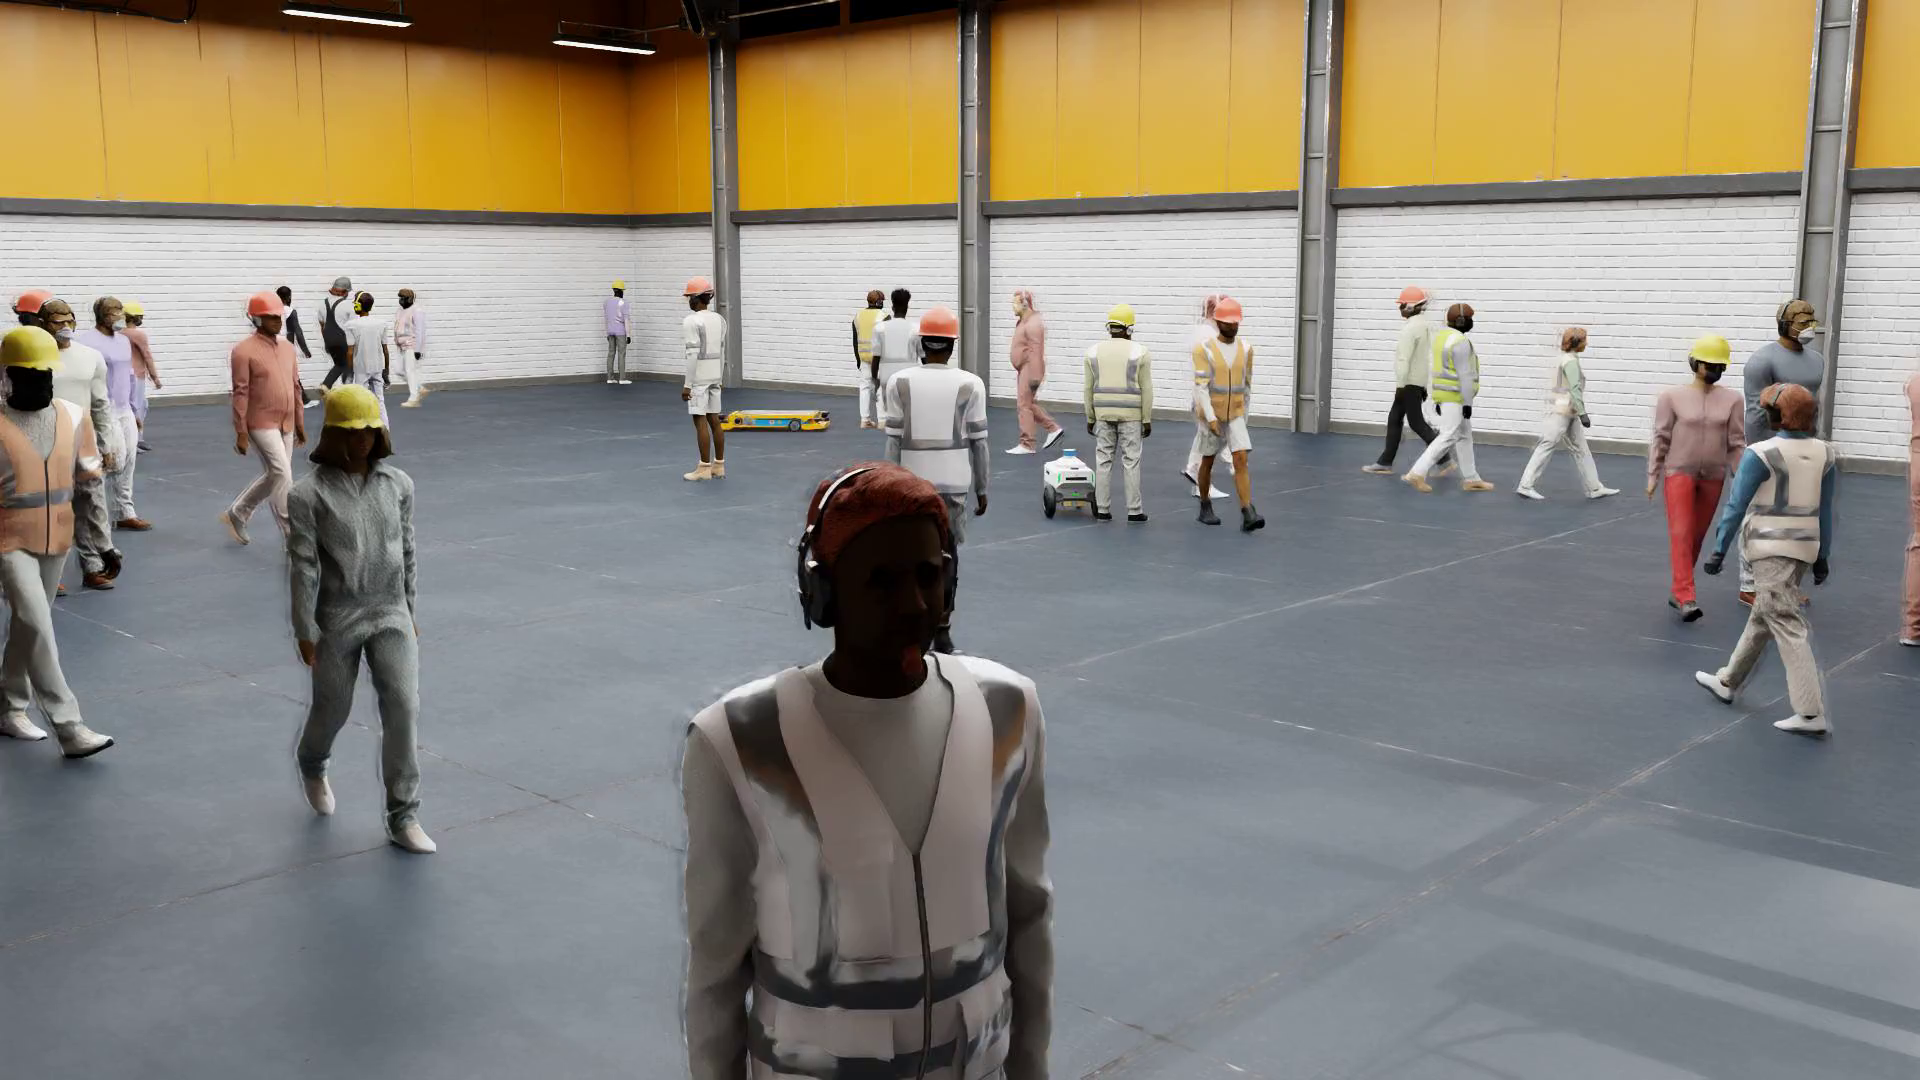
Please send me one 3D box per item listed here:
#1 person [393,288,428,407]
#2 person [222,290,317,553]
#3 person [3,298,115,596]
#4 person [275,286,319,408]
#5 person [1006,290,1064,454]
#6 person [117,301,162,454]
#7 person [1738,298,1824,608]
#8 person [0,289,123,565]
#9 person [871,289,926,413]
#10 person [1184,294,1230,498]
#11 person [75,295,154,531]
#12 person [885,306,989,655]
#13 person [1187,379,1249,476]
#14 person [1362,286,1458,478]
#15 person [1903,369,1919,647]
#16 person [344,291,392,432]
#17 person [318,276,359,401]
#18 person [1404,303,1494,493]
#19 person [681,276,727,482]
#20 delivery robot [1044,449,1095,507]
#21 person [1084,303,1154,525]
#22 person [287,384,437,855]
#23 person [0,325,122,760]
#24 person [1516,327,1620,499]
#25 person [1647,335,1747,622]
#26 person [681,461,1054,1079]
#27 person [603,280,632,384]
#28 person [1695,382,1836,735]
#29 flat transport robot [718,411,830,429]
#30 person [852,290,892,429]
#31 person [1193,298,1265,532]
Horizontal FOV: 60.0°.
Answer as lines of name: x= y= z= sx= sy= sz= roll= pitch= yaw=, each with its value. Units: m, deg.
person: x=-8.457 y=-2.954 z=25.578 sx=0.645 sy=1.823 sz=0.456 roll=8 pitch=12 yaw=41
person: x=-5.211 y=-0.879 z=12.432 sx=0.897 sy=1.970 sz=0.618 roll=3 pitch=10 yaw=16
person: x=-5.850 y=-0.603 z=10.859 sx=0.366 sy=1.933 sz=0.631 roll=8 pitch=12 yaw=40
person: x=-10.130 y=-2.868 z=24.982 sx=0.594 sy=1.866 sz=1.041 roll=6 pitch=11 yaw=34
person: x=0.852 y=-1.924 z=19.094 sx=0.603 sy=1.884 sz=0.683 roll=-1 pitch=9 yaw=-7
person: x=-9.436 y=-1.857 z=19.114 sx=0.535 sy=1.748 sz=0.582 roll=6 pitch=11 yaw=33
person: x=5.132 y=-0.530 z=10.373 sx=0.633 sy=1.939 sz=0.368 roll=-5 pitch=11 yaw=-28
person: x=-6.531 y=-0.772 z=11.752 sx=1.114 sy=1.980 sz=0.617 roll=2 pitch=10 yaw=15
person: x=-0.621 y=-1.707 z=17.688 sx=0.626 sy=1.909 sz=1.045 roll=1 pitch=9 yaw=8
person: x=2.363 y=-1.323 z=15.386 sx=0.427 sy=1.890 sz=0.676 roll=2 pitch=9 yaw=9
person: x=-6.882 y=-1.004 z=13.351 sx=0.573 sy=1.918 sz=0.625 roll=1 pitch=9 yaw=4
person: x=-0.118 y=-0.327 z=9.195 sx=0.566 sy=1.913 sz=0.590 roll=1 pitch=9 yaw=4
person: x=2.663 y=-1.448 z=17.064 sx=0.514 sy=1.571 sz=0.903 roll=-8 pitch=12 yaw=-39
person: x=4.648 y=-1.610 z=16.959 sx=0.973 sy=1.958 sz=0.623 roll=5 pitch=11 yaw=29
person: x=5.544 y=-0.316 z=9.214 sx=0.504 sy=1.897 sz=0.669 roll=-1 pitch=9 yaw=-9
person: x=-6.713 y=-1.879 z=18.844 sx=0.530 sy=1.875 sz=0.323 roll=-8 pitch=12 yaw=-41
person: x=-9.545 y=-3.086 z=25.732 sx=0.697 sy=2.000 sz=0.596 roll=4 pitch=10 yaw=23
person: x=4.662 y=-1.345 z=15.779 sx=0.898 sy=1.810 sz=0.640 roll=0 pitch=9 yaw=-1
person: x=-2.588 y=-1.602 z=16.628 sx=0.382 sy=2.041 sz=0.616 roll=5 pitch=10 yaw=26
delivery robot: x=0.945 y=-0.544 z=14.403 sx=0.477 sy=0.478 sz=0.707 roll=-1 pitch=9 yaw=-6
person: x=1.324 y=-1.039 z=13.813 sx=0.592 sy=1.834 sz=0.404 roll=4 pitch=10 yaw=26
person: x=-2.259 y=0.268 z=6.178 sx=0.493 sy=1.712 sz=0.815 roll=-9 pitch=13 yaw=-43
person: x=-4.028 y=0.009 z=7.266 sx=0.938 sy=1.872 sz=0.589 roll=5 pitch=10 yaw=26
person: x=5.578 y=-1.149 z=15.242 sx=0.904 sy=1.590 sz=0.510 roll=3 pitch=10 yaw=19
person: x=4.458 y=-0.361 z=9.987 sx=0.536 sy=1.715 sz=0.895 roll=0 pitch=9 yaw=3
person: x=-0.151 y=0.792 z=2.534 sx=0.577 sy=1.860 sz=0.869 roll=-5 pitch=11 yaw=-29
person: x=-6.299 y=-3.827 z=30.675 sx=0.580 sy=1.918 sz=0.405 roll=5 pitch=11 yaw=28
person: x=3.781 y=0.068 z=7.753 sx=0.527 sy=1.590 sz=0.862 roll=-4 pitch=10 yaw=-22
flat transport robot: x=-2.462 y=-1.590 z=21.969 sx=1.431 sy=0.197 sz=0.652 roll=0 pitch=9 yaw=2
person: x=-1.123 y=-2.398 z=22.125 sx=0.631 sy=1.842 sz=0.428 roll=6 pitch=11 yaw=34
person: x=2.163 y=-1.009 z=13.480 sx=0.545 sy=1.878 sz=0.963 roll=-2 pitch=10 yaw=-14
